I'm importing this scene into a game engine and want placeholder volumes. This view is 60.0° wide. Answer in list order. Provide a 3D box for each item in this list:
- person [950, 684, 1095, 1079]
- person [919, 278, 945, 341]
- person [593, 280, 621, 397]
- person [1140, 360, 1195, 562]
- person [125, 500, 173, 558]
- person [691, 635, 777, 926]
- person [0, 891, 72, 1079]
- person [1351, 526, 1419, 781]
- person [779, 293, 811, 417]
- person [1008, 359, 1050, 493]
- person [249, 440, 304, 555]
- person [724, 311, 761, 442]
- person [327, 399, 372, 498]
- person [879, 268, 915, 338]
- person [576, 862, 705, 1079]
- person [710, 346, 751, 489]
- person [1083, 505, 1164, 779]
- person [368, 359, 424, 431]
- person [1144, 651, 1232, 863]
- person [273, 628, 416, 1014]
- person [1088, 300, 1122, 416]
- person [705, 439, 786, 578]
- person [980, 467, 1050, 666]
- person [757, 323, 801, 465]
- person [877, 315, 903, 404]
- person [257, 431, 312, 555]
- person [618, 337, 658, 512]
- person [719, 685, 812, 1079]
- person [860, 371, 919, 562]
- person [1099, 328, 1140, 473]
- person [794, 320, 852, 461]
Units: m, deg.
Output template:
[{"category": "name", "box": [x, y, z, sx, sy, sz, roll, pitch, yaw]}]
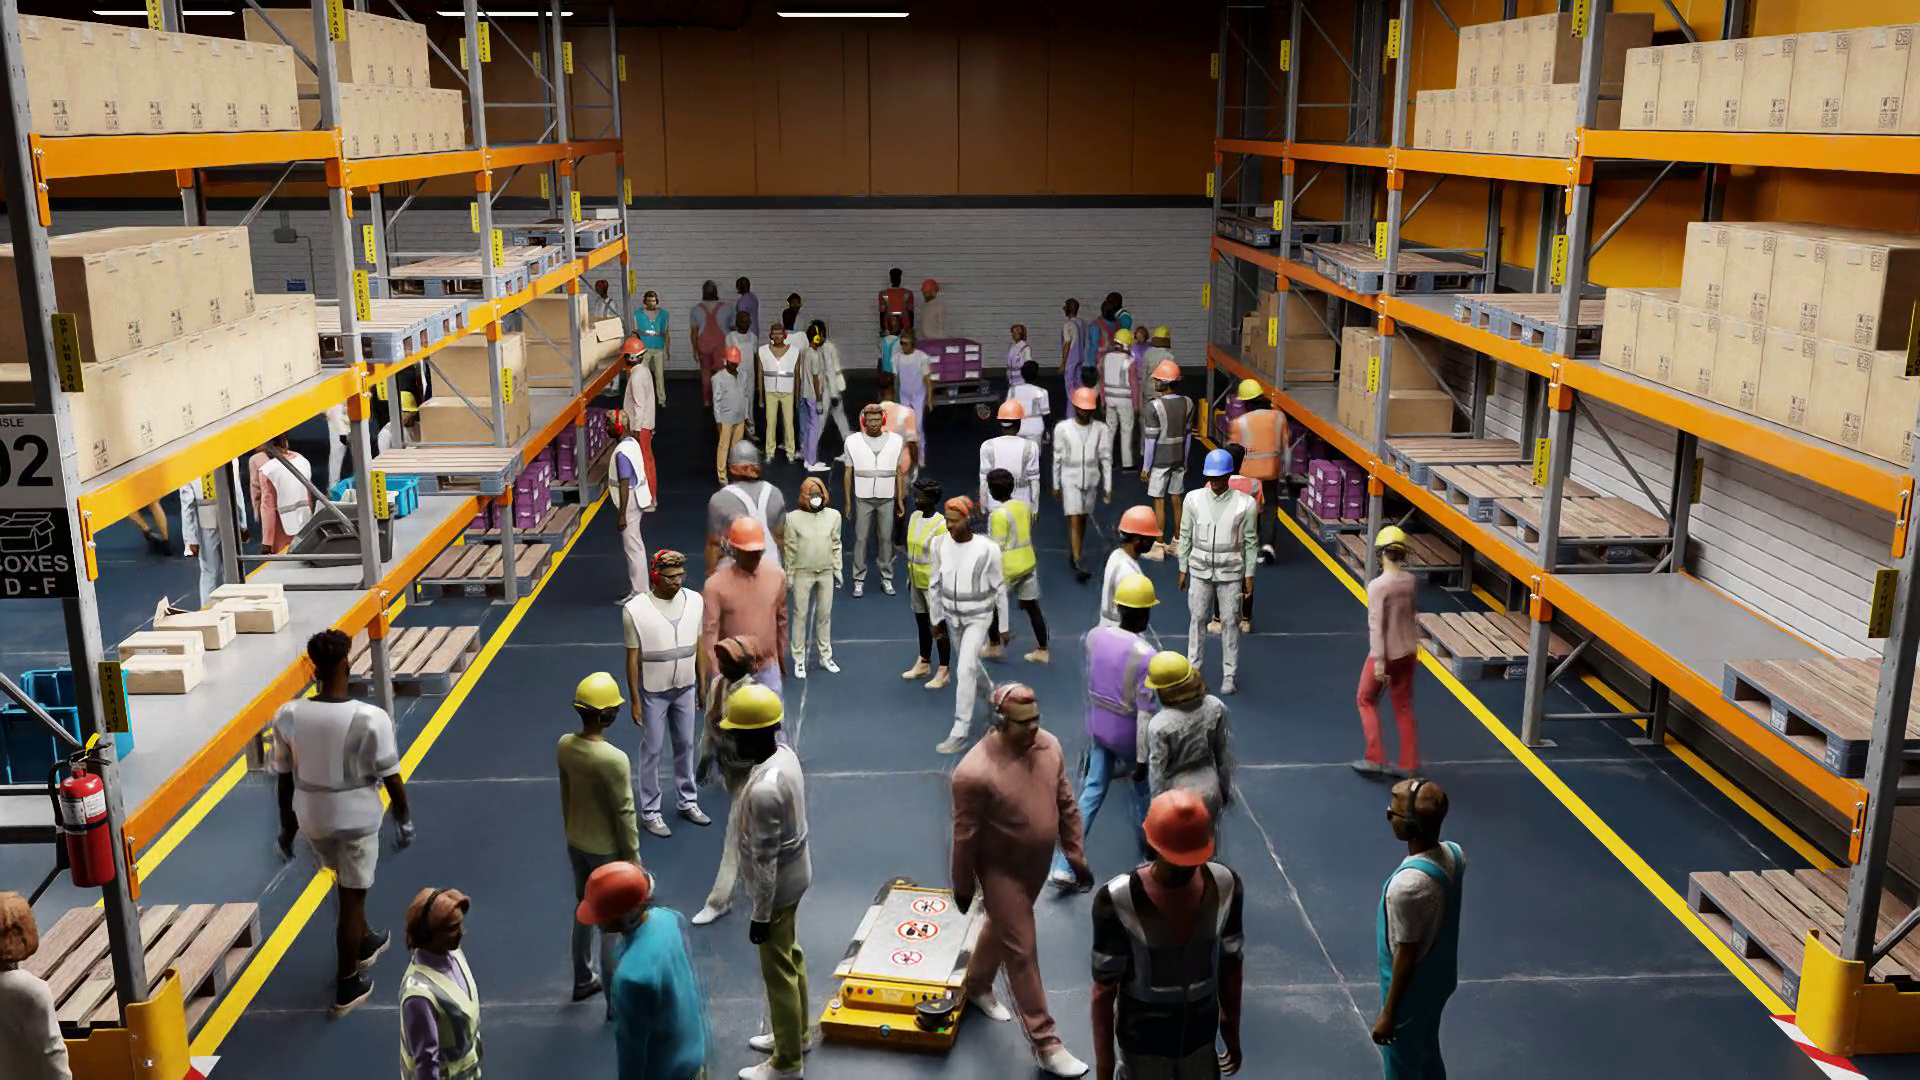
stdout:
[{"category": "person", "box": [0.300, 1.568, 7.936, 0.999, 1.855, 0.640, 14, 20, 43]}, {"category": "person", "box": [-0.427, -3.107, 26.034, 0.486, 1.979, 0.638, -9, 17, -32]}, {"category": "person", "box": [-5.700, -3.255, 26.810, 0.337, 1.882, 0.583, -13, 19, -41]}, {"category": "person", "box": [2.079, -0.802, 16.856, 0.607, 2.048, 0.365, -10, 17, -35]}, {"category": "person", "box": [-8.340, -0.723, 16.851, 0.538, 1.896, 0.644, 7, 16, 26]}, {"category": "person", "box": [-1.254, 1.305, 9.475, 0.850, 1.594, 0.524, -14, 20, -43]}, {"category": "person", "box": [-3.547, 2.099, 6.289, 0.507, 1.631, 0.266, 6, 15, 21]}, {"category": "person", "box": [2.940, 0.782, 11.268, 0.540, 1.726, 0.559, -10, 17, -33]}, {"category": "person", "box": [-2.452, -2.764, 24.922, 0.538, 1.864, 0.313, -6, 15, -22]}, {"category": "person", "box": [0.779, -1.276, 19.462, 0.539, 1.669, 0.768, 9, 17, 31]}, {"category": "person", "box": [-6.394, -0.287, 15.657, 0.507, 1.631, 0.268, -5, 15, -18]}, {"category": "person", "box": [-2.993, -2.244, 22.939, 0.503, 1.839, 0.349, -10, 17, -34]}, {"category": "person", "box": [-7.078, -1.313, 19.387, 0.948, 1.778, 0.641, 7, 16, 24]}, {"category": "person", "box": [-1.064, -3.586, 27.961, 0.602, 1.958, 0.380, -1, 14, -4]}, {"category": "person", "box": [-1.226, 2.025, 6.451, 0.621, 1.706, 0.571, 2, 14, 9]}, {"category": "person", "box": [-2.744, -1.480, 20.111, 0.339, 1.746, 0.562, 12, 18, 38]}, {"category": "person", "box": [1.234, 0.701, 11.225, 0.841, 1.903, 0.565, 0, 14, 2]}, {"category": "person", "box": [-6.857, -1.651, 20.199, 0.762, 2.000, 0.582, -9, 17, -30]}, {"category": "person", "box": [1.192, 1.374, 9.037, 0.549, 1.682, 0.656, -7, 16, -24]}, {"category": "person", "box": [-3.097, 1.376, 8.526, 0.639, 1.927, 0.866, 2, 14, 8]}, {"category": "person", "box": [2.132, -2.680, 24.712, 0.858, 1.803, 0.639, 12, 19, 39]}, {"category": "person", "box": [-1.653, 0.197, 12.945, 0.696, 2.000, 0.736, -12, 19, -40]}, {"category": "person", "box": [0.395, 0.233, 13.596, 0.738, 1.644, 0.547, 8, 16, 29]}, {"category": "person", "box": [-2.333, -1.889, 21.523, 0.566, 1.846, 0.389, -1, 14, -3]}, {"category": "person", "box": [-0.867, -2.104, 22.369, 0.514, 1.845, 0.337, 9, 17, 32]}, {"category": "person", "box": [-5.737, -0.064, 14.248, 0.392, 1.908, 0.596, 4, 15, 14]}, {"category": "person", "box": [-3.664, -1.314, 18.969, 0.393, 1.992, 0.622, 0, 14, -2]}, {"category": "person", "box": [-0.893, 1.591, 7.732, 0.402, 1.919, 0.582, 0, 14, -1]}, {"category": "person", "box": [-0.720, -0.755, 16.959, 0.610, 1.918, 0.942, 1, 14, 4]}, {"category": "person", "box": [2.028, -1.758, 21.035, 0.403, 1.831, 0.596, -13, 19, -42]}, {"category": "person", "box": [-1.785, -1.930, 21.656, 0.955, 1.854, 0.605, -1, 14, -2]}]
